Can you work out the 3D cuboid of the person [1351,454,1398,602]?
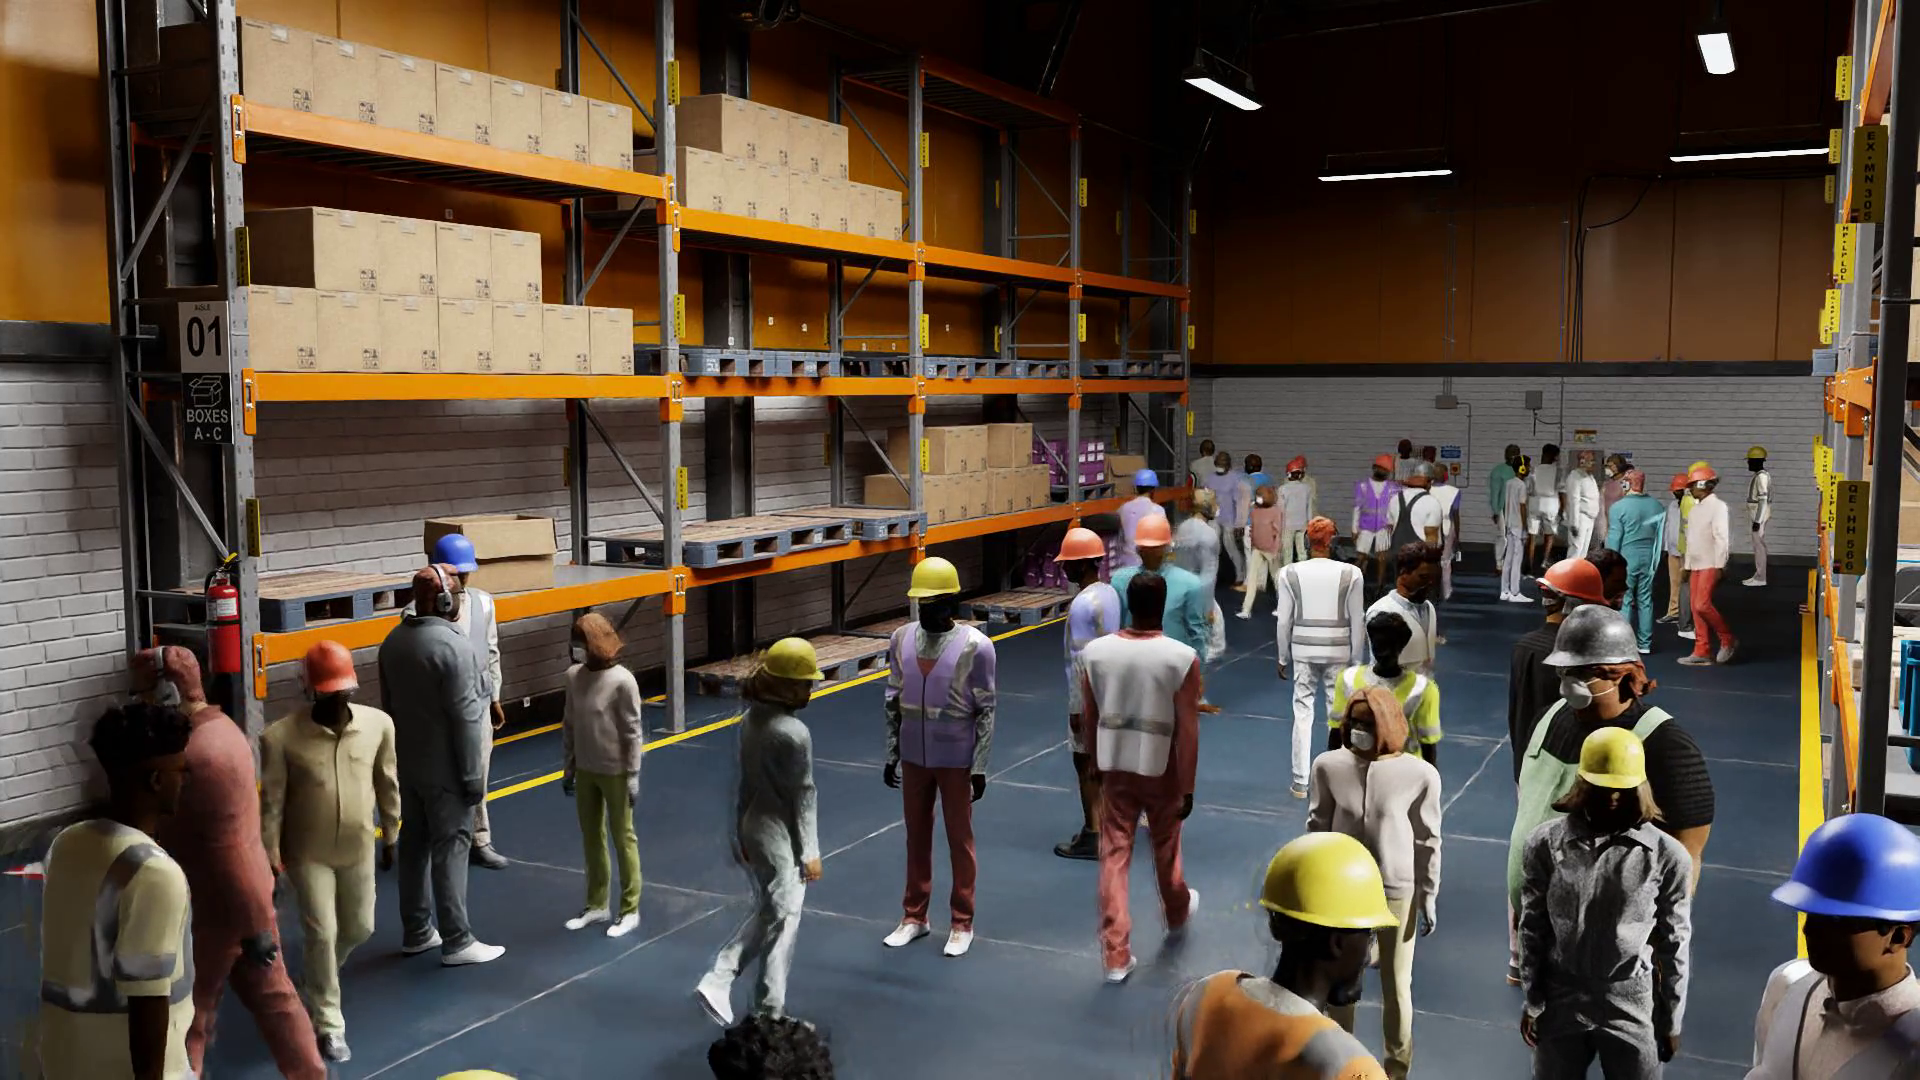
[{"bbox_3d":[5.236,-0.150,21.042,0.577,1.899,0.459,1,5,8],"label":"person"}]

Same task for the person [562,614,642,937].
[{"bbox_3d":[-1.787,1.172,8.324,0.508,1.619,0.350,3,6,32],"label":"person"}]

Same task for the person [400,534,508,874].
[{"bbox_3d":[-2.826,0.925,9.319,0.418,1.933,0.619,4,7,35],"label":"person"}]

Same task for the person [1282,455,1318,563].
[{"bbox_3d":[5.023,-0.399,24.556,0.576,1.735,0.561,4,7,38],"label":"person"}]

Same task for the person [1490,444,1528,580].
[{"bbox_3d":[7.802,-0.401,23.593,0.650,1.930,0.549,-2,6,-22],"label":"person"}]

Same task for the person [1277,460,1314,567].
[{"bbox_3d":[4.472,-0.197,22.324,0.571,1.751,0.329,-2,6,-21],"label":"person"}]

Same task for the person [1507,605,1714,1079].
[{"bbox_3d":[2.078,1.221,5.533,0.536,2.000,0.688,-3,6,-29],"label":"person"}]

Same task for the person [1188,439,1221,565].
[{"bbox_3d":[3.752,-0.564,25.293,0.629,1.939,0.372,-2,6,-20],"label":"person"}]

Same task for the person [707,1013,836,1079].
[{"bbox_3d":[-0.260,1.639,2.992,0.531,1.675,0.741,3,6,29],"label":"person"}]

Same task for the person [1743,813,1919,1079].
[{"bbox_3d":[1.712,1.482,3.213,0.380,1.950,0.605,-1,5,-12],"label":"person"}]

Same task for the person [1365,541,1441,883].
[{"bbox_3d":[2.404,0.958,9.054,0.392,1.914,0.588,5,7,41],"label":"person"}]

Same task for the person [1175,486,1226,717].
[{"bbox_3d":[1.922,0.517,13.681,0.508,1.925,0.640,-1,5,-13],"label":"person"}]

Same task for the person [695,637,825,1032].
[{"bbox_3d":[-0.787,1.257,6.901,0.453,1.719,0.492,-4,6,-34],"label":"person"}]

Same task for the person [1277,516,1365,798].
[{"bbox_3d":[2.401,0.783,11.071,0.573,1.887,0.355,1,6,16],"label":"person"}]

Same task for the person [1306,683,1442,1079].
[{"bbox_3d":[1.556,1.351,6.308,0.507,1.631,0.277,3,6,25],"label":"person"}]

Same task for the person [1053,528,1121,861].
[{"bbox_3d":[0.736,0.892,9.699,0.387,1.929,0.549,3,6,27],"label":"person"}]

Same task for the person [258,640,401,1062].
[{"bbox_3d":[-2.659,1.246,6.969,0.584,1.730,0.628,-4,7,-39],"label":"person"}]

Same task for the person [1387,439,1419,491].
[{"bbox_3d":[7.196,-0.692,26.966,0.572,1.883,0.358,3,6,28],"label":"person"}]

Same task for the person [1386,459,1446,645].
[{"bbox_3d":[4.719,0.117,17.412,0.923,2.000,0.684,-4,7,-35],"label":"person"}]

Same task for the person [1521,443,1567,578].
[{"bbox_3d":[8.289,-0.420,23.763,0.729,1.930,0.459,2,6,16],"label":"person"}]

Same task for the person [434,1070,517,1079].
[{"bbox_3d":[-0.549,1.594,2.276,0.618,1.898,0.705,1,5,13],"label":"person"}]

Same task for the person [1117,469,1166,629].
[{"bbox_3d":[1.883,0.222,17.075,0.633,1.893,0.991,5,7,43],"label":"person"}]

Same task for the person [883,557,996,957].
[{"bbox_3d":[-0.113,1.040,8.086,0.587,1.928,0.362,3,6,26],"label":"person"}]

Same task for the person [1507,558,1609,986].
[{"bbox_3d":[2.684,1.072,7.441,0.393,1.985,0.611,-1,5,-11],"label":"person"}]

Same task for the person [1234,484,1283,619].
[{"bbox_3d":[3.595,0.134,19.623,0.851,1.583,0.516,-5,7,-42],"label":"person"}]

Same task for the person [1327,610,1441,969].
[{"bbox_3d":[2.056,1.161,8.087,0.538,1.679,0.667,4,6,34],"label":"person"}]

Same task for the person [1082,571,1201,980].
[{"bbox_3d":[0.889,1.077,7.964,0.602,1.865,1.000,2,6,23],"label":"person"}]

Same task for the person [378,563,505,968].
[{"bbox_3d":[-2.478,1.063,7.952,0.642,1.910,0.401,4,7,39],"label":"person"}]

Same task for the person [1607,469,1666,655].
[{"bbox_3d":[6.806,0.234,16.872,0.643,1.909,0.411,-2,6,-19],"label":"person"}]

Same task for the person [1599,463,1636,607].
[{"bbox_3d":[8.173,-0.048,20.579,0.634,1.795,0.812,-2,6,-25],"label":"person"}]

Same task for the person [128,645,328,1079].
[{"bbox_3d":[-2.622,1.290,5.888,0.820,1.861,0.677,-2,6,-19],"label":"person"}]

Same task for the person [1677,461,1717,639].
[{"bbox_3d":[8.005,0.111,18.074,0.361,1.930,0.589,4,7,36],"label":"person"}]

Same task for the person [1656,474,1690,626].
[{"bbox_3d":[8.247,0.114,19.020,0.337,1.742,0.561,-2,6,-18],"label":"person"}]

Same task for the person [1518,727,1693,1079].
[{"bbox_3d":[1.935,1.420,5.031,0.488,1.742,0.317,2,6,25],"label":"person"}]

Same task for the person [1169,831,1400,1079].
[{"bbox_3d":[0.519,1.521,3.298,0.838,1.874,0.607,-2,6,-21],"label":"person"}]

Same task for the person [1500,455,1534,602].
[{"bbox_3d":[7.089,-0.145,21.153,0.319,1.870,0.521,-1,5,-8],"label":"person"}]

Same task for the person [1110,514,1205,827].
[{"bbox_3d":[1.275,0.790,10.672,0.647,1.957,0.868,2,6,24],"label":"person"}]

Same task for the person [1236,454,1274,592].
[{"bbox_3d":[3.892,-0.220,22.110,0.623,1.845,0.430,-5,7,-43],"label":"person"}]

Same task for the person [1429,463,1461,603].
[{"bbox_3d":[5.945,-0.057,20.706,0.578,1.789,1.007,3,6,27],"label":"person"}]

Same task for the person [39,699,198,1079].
[{"bbox_3d":[-2.229,1.380,4.518,0.603,1.902,1.052,3,6,32],"label":"person"}]

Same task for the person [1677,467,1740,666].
[{"bbox_3d":[7.335,0.267,16.267,0.561,1.958,0.690,0,5,0],"label":"person"}]

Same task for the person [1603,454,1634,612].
[{"bbox_3d":[7.998,-0.084,20.218,0.379,1.931,0.628,0,5,-1],"label":"person"}]

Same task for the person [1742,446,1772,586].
[{"bbox_3d":[10.897,-0.323,22.762,0.382,1.924,0.594,3,6,25],"label":"person"}]

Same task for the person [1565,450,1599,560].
[{"bbox_3d":[8.241,-0.241,21.993,0.403,1.904,0.652,4,7,38],"label":"person"}]

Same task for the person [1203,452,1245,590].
[{"bbox_3d":[3.524,-0.241,22.145,0.907,1.890,0.695,-5,7,-44],"label":"person"}]
